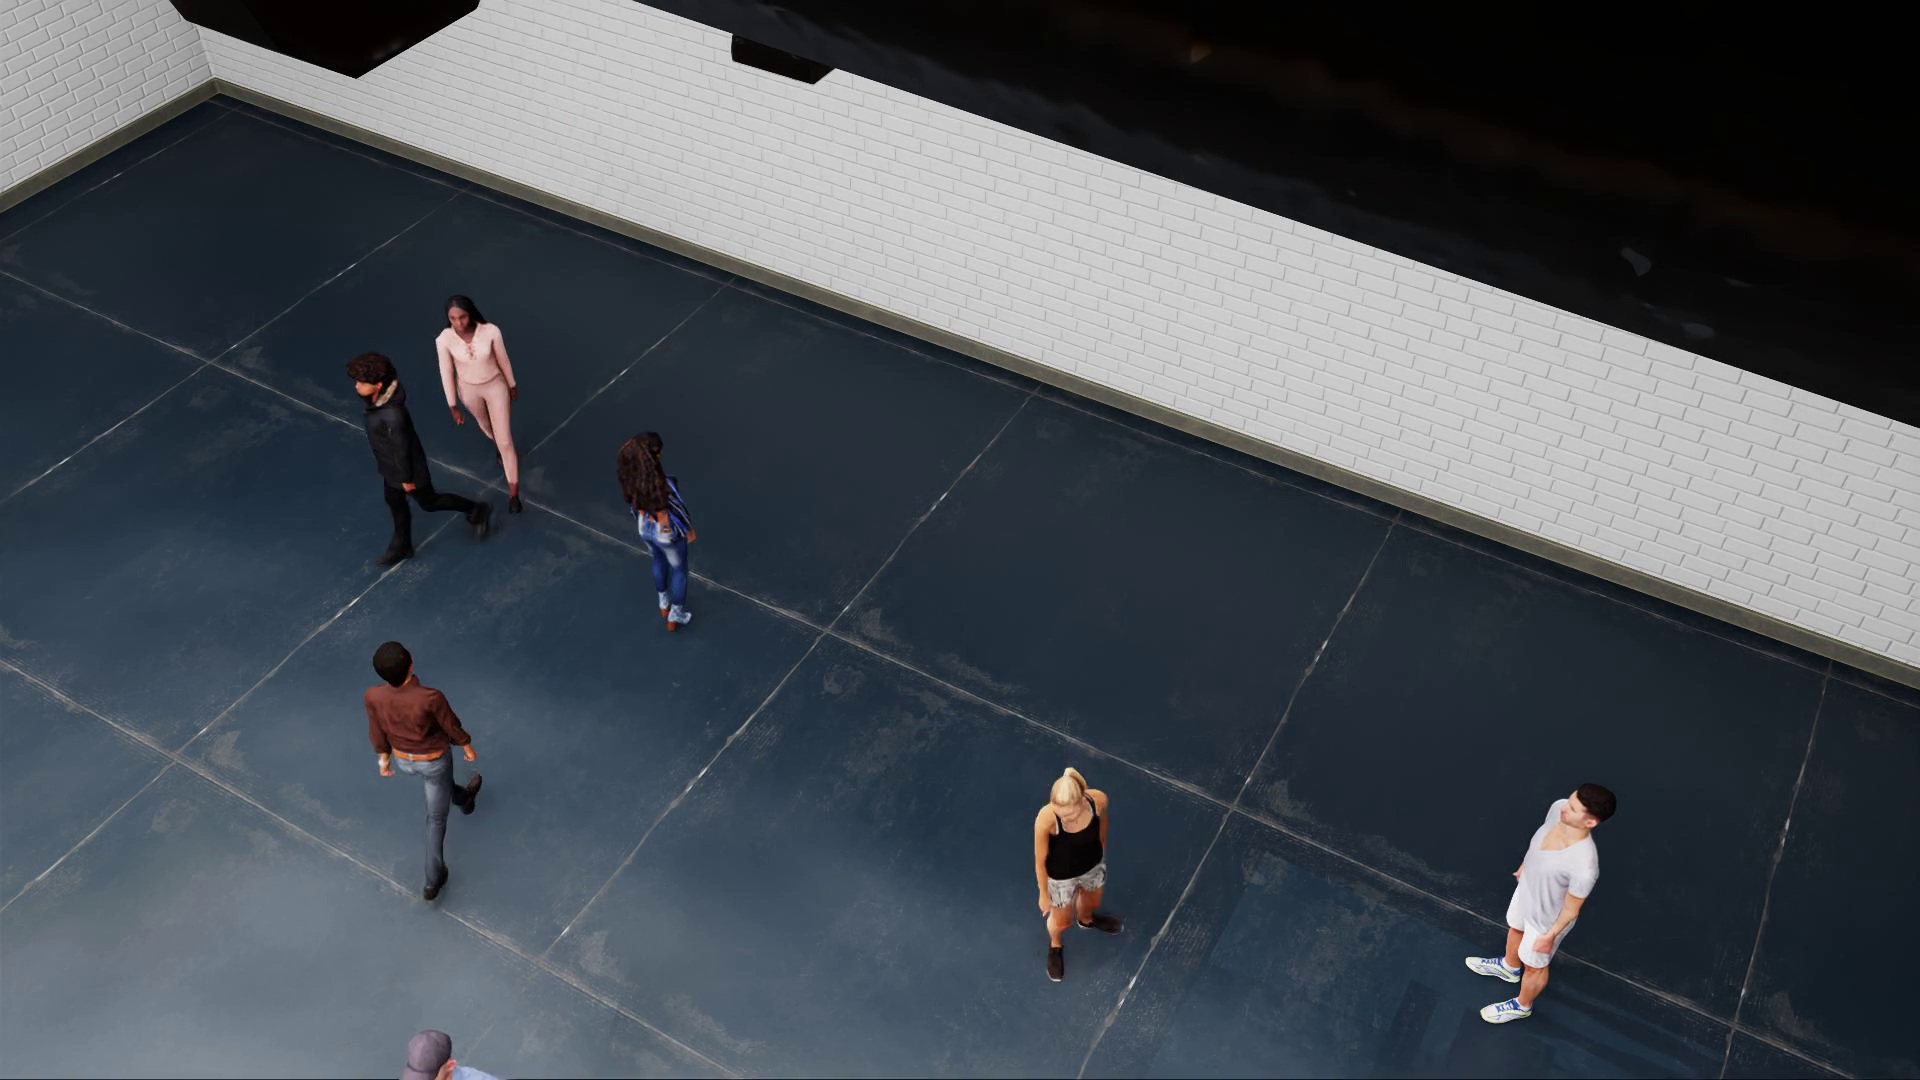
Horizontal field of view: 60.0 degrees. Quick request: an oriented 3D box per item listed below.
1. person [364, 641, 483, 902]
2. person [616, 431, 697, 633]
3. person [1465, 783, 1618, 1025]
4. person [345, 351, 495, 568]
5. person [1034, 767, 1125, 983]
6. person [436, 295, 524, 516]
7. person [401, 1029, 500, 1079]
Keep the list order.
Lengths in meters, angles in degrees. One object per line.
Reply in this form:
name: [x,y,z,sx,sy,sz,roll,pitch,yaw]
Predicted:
person: [-3.041,1.309,9.388,0.970,1.738,1.258,5,44,5]
person: [-1.954,-0.044,10.896,0.633,1.617,0.560,24,49,23]
person: [3.075,1.880,8.703,0.826,1.856,0.705,-1,44,-1]
person: [-3.719,-0.572,11.352,1.210,1.752,0.942,-27,50,-26]
person: [0.610,1.713,8.907,0.807,1.815,0.947,-30,51,-28]
person: [-3.433,-1.079,11.948,1.144,1.663,1.221,-10,44,-10]
person: [-2.215,2.776,7.744,0.737,1.881,0.735,12,45,12]
